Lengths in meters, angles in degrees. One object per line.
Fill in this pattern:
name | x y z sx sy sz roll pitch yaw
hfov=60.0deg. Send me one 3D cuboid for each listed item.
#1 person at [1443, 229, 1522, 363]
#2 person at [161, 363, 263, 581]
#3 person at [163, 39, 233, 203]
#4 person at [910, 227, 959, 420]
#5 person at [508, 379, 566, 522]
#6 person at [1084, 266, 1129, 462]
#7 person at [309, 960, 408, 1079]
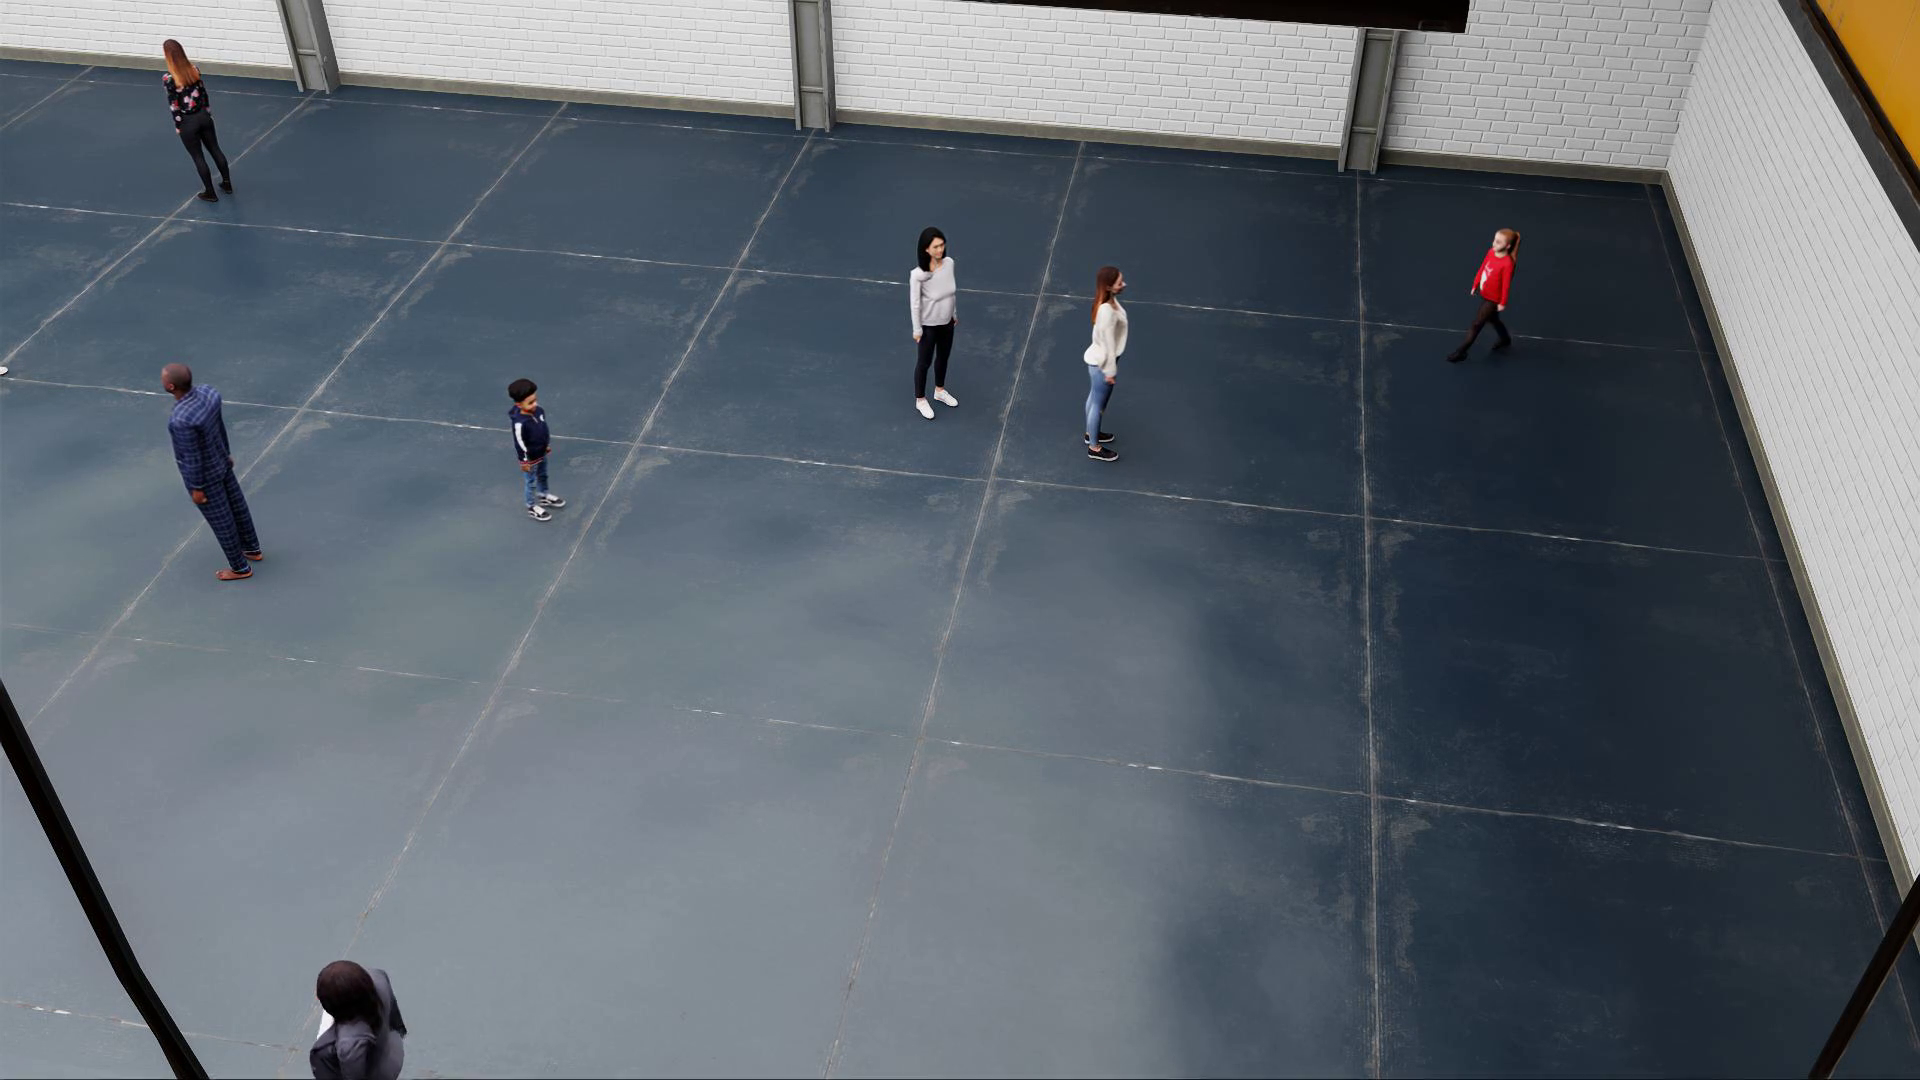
person | 4.714 -2.144 14.577 0.985 1.253 0.760 -10 40 -12
person | -5.450 -0.511 12.074 0.607 1.824 0.666 5 39 6
person | -7.779 -4.269 16.892 0.624 1.683 0.646 21 43 24
person | -0.213 -1.827 13.821 0.713 1.700 0.745 -31 48 -33
person | -3.293 -0.713 12.809 0.532 1.222 0.553 15 41 18
person | 1.148 -1.432 13.333 0.583 1.691 0.637 2 39 3
person | -2.867 2.647 8.326 1.063 1.566 0.852 -5 39 -6
